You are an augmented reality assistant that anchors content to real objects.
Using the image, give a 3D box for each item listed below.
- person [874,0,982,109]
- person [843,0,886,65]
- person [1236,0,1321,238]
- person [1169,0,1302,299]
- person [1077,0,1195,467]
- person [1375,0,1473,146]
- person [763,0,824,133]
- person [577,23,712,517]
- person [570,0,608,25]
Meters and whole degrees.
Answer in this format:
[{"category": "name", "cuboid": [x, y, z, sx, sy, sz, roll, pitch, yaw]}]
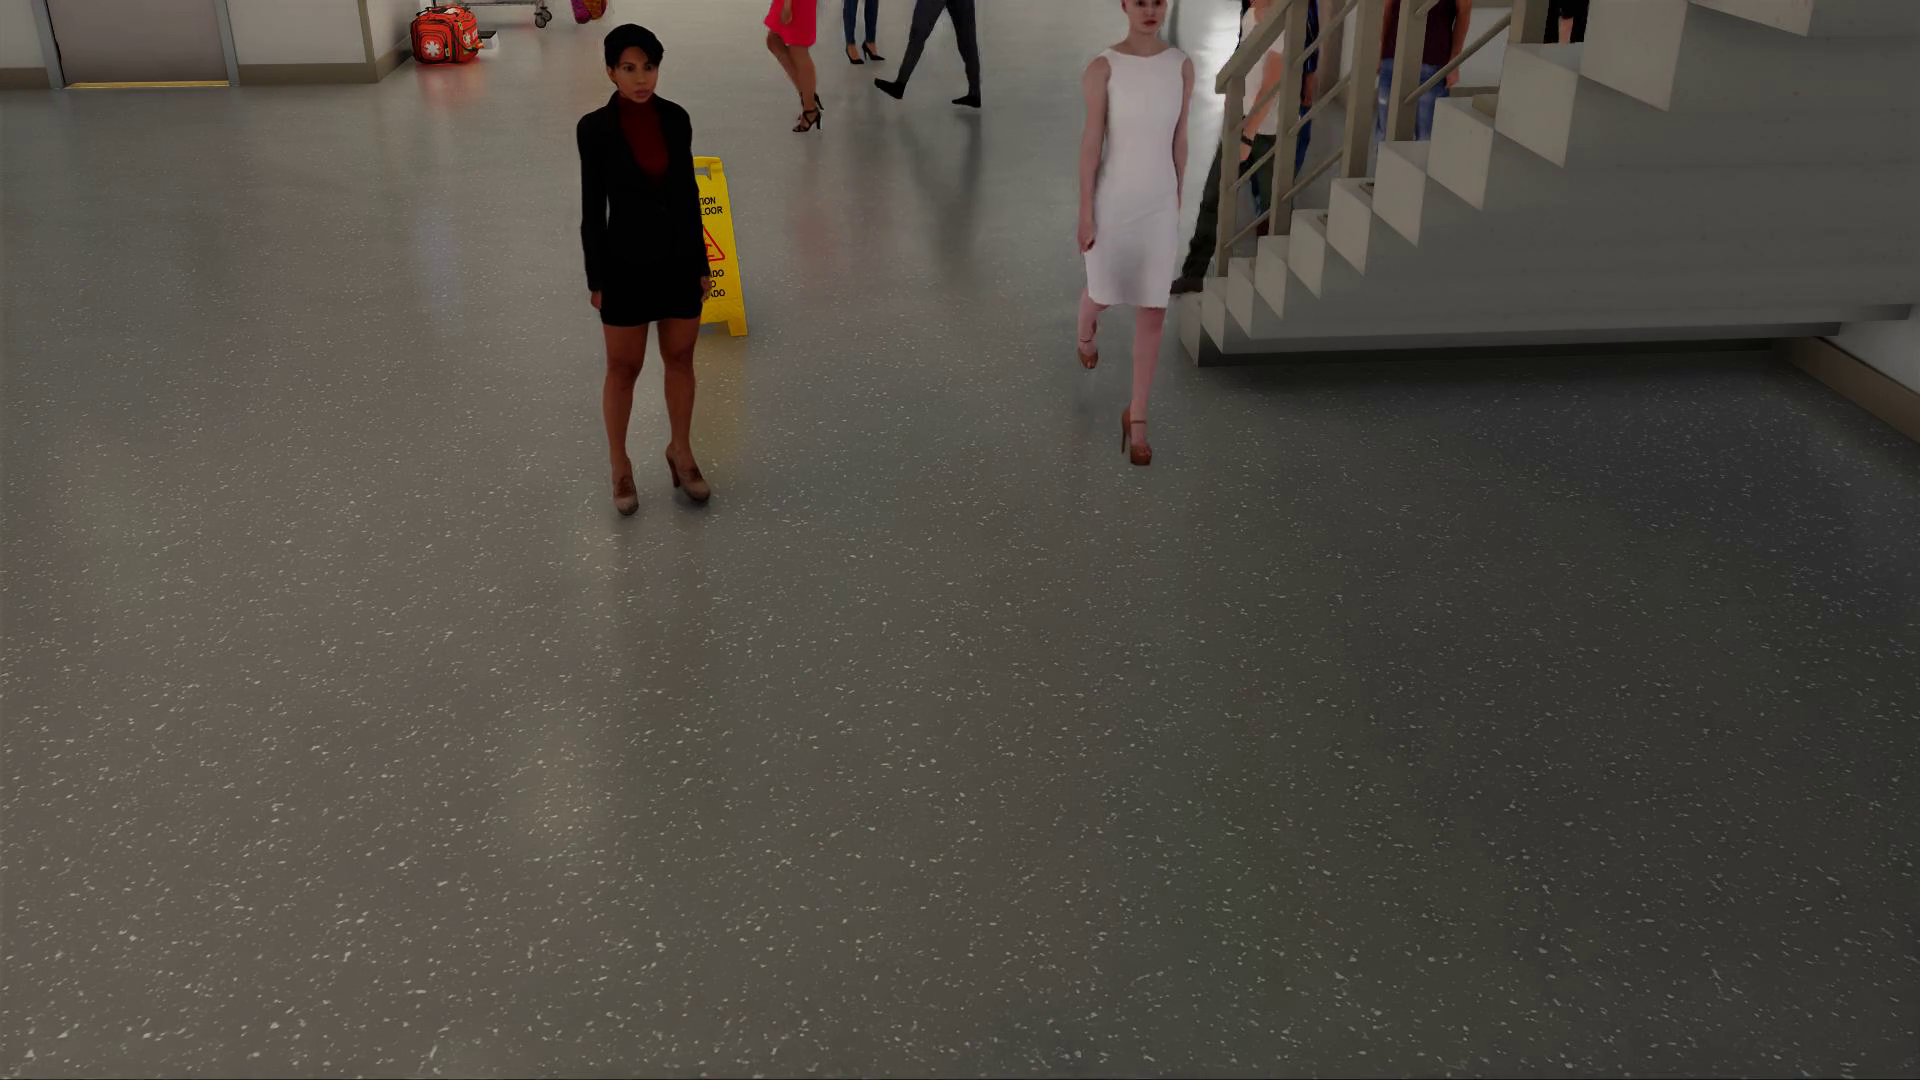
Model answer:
[{"category": "person", "cuboid": [-0.012, -3.913, 11.706, 1.029, 1.744, 1.053, 14, 29, 27]}, {"category": "person", "cuboid": [-0.785, -4.784, 13.460, 0.692, 1.791, 0.643, 22, 34, 38]}, {"category": "person", "cuboid": [1.623, -2.368, 8.654, 0.750, 1.613, 0.796, 17, 31, 31]}, {"category": "person", "cuboid": [1.441, -1.833, 7.533, 0.873, 1.623, 0.985, -11, 28, -22]}, {"category": "person", "cuboid": [0.591, -1.185, 6.025, 0.673, 1.766, 1.103, -5, 26, -10]}, {"category": "person", "cuboid": [2.413, -2.535, 8.730, 0.793, 1.847, 0.702, -22, 33, -37]}, {"category": "person", "cuboid": [-1.015, -3.600, 11.093, 0.661, 1.713, 0.557, -4, 26, -9]}, {"category": "person", "cuboid": [-1.027, -0.866, 5.517, 0.666, 1.633, 0.705, -14, 29, -26]}, {"category": "person", "cuboid": [-3.575, -5.642, 15.380, 0.884, 1.667, 1.149, -7, 27, -15]}]
